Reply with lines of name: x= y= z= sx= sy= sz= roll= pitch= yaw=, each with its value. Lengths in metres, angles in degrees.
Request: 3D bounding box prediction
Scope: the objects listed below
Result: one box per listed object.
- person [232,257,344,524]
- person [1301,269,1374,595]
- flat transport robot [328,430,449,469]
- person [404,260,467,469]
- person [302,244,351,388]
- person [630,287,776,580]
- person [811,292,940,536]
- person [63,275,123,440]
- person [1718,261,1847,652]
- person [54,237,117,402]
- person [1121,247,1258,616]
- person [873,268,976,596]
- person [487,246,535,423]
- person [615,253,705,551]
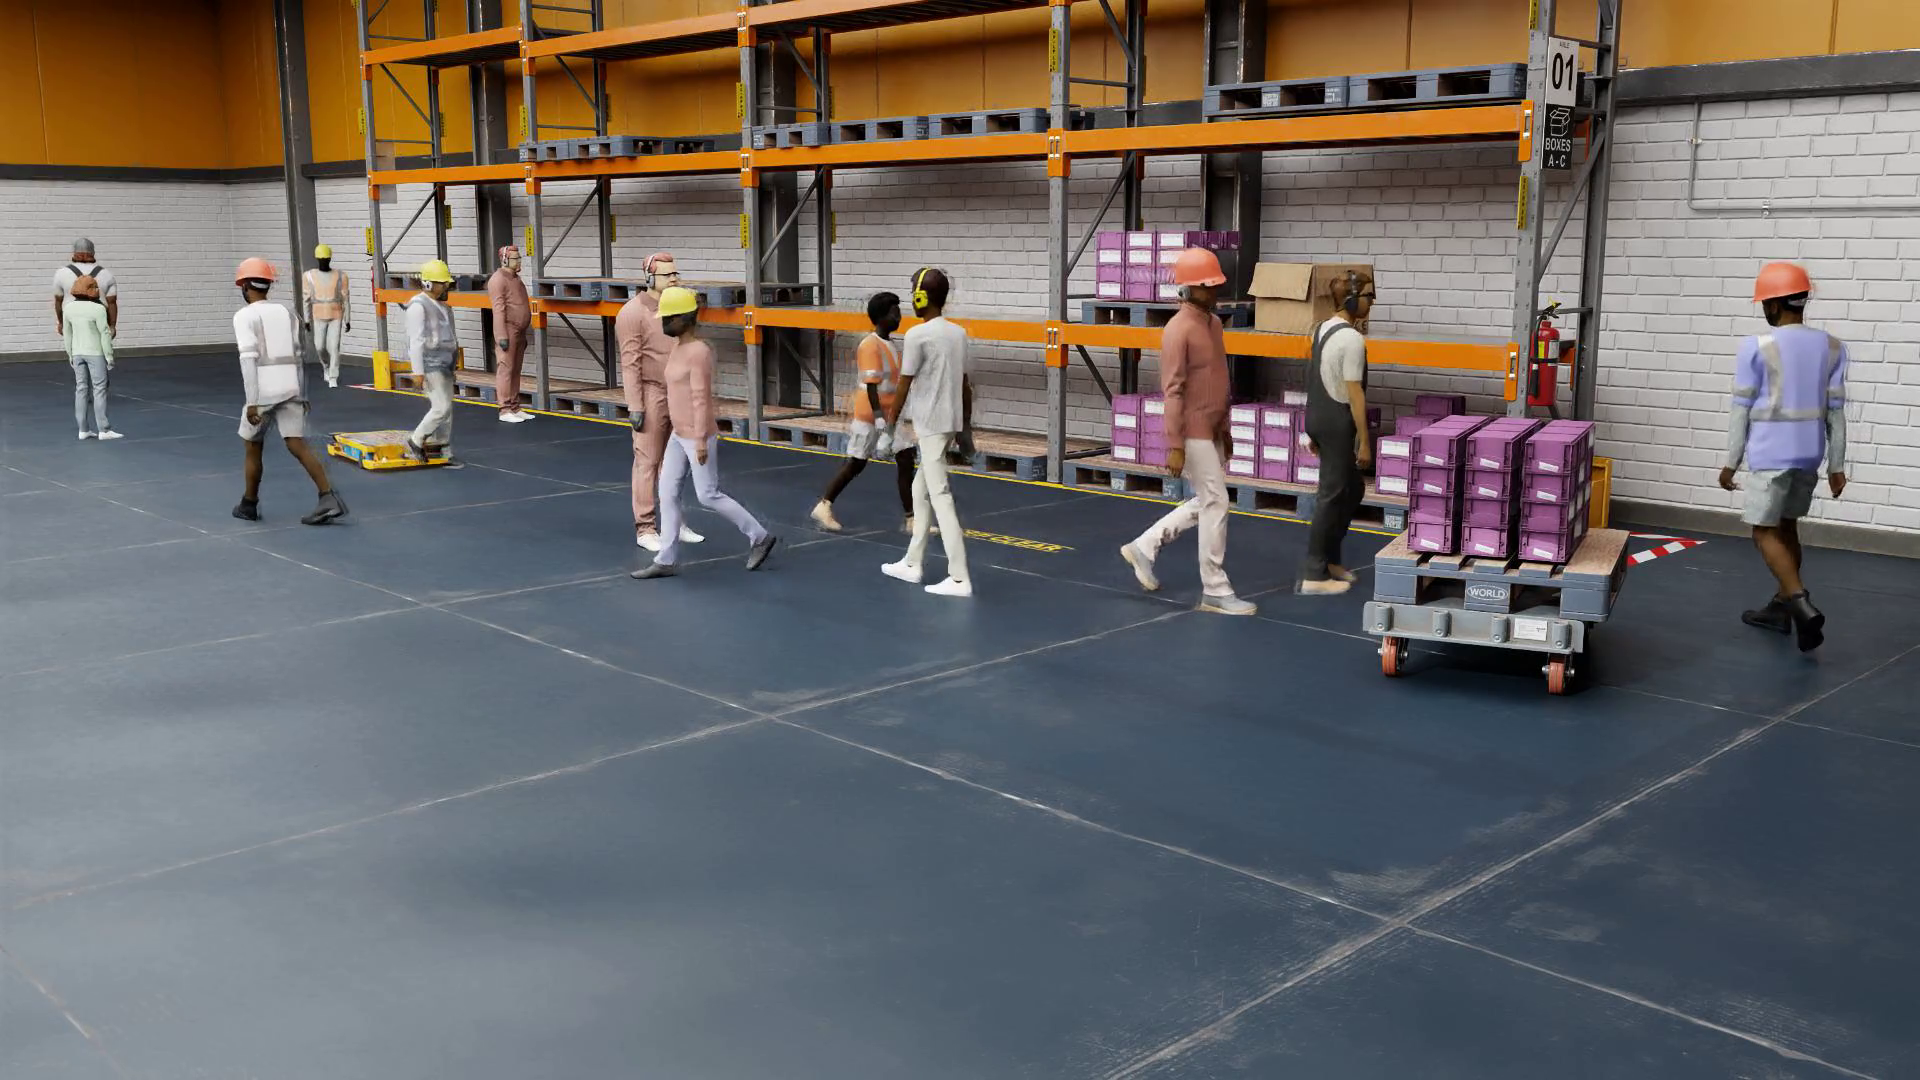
person: x=-4.789 y=-1.033 z=11.664 sx=0.986 sy=1.879 sz=0.605 roll=5 pitch=12 yaw=27
person: x=2.154 y=-0.590 z=9.328 sx=0.522 sy=1.827 sz=0.546 roll=-2 pitch=11 yaw=-9
flat transport robot: x=-5.124 y=-0.821 z=14.852 sx=0.652 sy=0.197 sz=1.431 roll=-7 pitch=13 yaw=-34
person: x=-4.508 y=-1.491 z=14.295 sx=0.465 sy=1.811 sz=0.653 roll=2 pitch=11 yaw=11
person: x=-8.444 y=-2.996 z=22.227 sx=0.601 sy=1.911 sz=0.586 roll=-3 pitch=11 yaw=-15
person: x=-1.529 y=-0.633 z=9.833 sx=0.815 sy=1.730 sz=0.533 roll=-6 pitch=12 yaw=-28
person: x=-0.603 y=-0.850 z=11.222 sx=0.870 sy=1.658 sz=0.530 roll=5 pitch=11 yaw=24
person: x=-8.640 y=-1.810 z=16.527 sx=0.507 sy=1.631 sz=0.266 roll=3 pitch=11 yaw=14
person: x=4.095 y=-0.407 z=8.151 sx=0.551 sy=1.907 sz=0.803 roll=-2 pitch=11 yaw=-11
person: x=-10.650 y=-2.706 z=20.302 sx=0.677 sy=2.000 sz=0.950 roll=-7 pitch=12 yaw=-32
person: x=1.255 y=-0.581 z=8.944 sx=0.757 sy=1.955 sz=0.627 roll=5 pitch=12 yaw=26
person: x=-0.251 y=-0.601 z=9.426 sx=0.841 sy=1.829 sz=0.516 roll=6 pitch=12 yaw=31
person: x=-4.869 y=-2.241 z=18.125 sx=0.403 sy=1.911 sz=0.636 roll=1 pitch=10 yaw=6
person: x=-1.912 y=-0.895 z=10.791 sx=0.407 sy=1.910 sz=0.638 roll=6 pitch=12 yaw=30
